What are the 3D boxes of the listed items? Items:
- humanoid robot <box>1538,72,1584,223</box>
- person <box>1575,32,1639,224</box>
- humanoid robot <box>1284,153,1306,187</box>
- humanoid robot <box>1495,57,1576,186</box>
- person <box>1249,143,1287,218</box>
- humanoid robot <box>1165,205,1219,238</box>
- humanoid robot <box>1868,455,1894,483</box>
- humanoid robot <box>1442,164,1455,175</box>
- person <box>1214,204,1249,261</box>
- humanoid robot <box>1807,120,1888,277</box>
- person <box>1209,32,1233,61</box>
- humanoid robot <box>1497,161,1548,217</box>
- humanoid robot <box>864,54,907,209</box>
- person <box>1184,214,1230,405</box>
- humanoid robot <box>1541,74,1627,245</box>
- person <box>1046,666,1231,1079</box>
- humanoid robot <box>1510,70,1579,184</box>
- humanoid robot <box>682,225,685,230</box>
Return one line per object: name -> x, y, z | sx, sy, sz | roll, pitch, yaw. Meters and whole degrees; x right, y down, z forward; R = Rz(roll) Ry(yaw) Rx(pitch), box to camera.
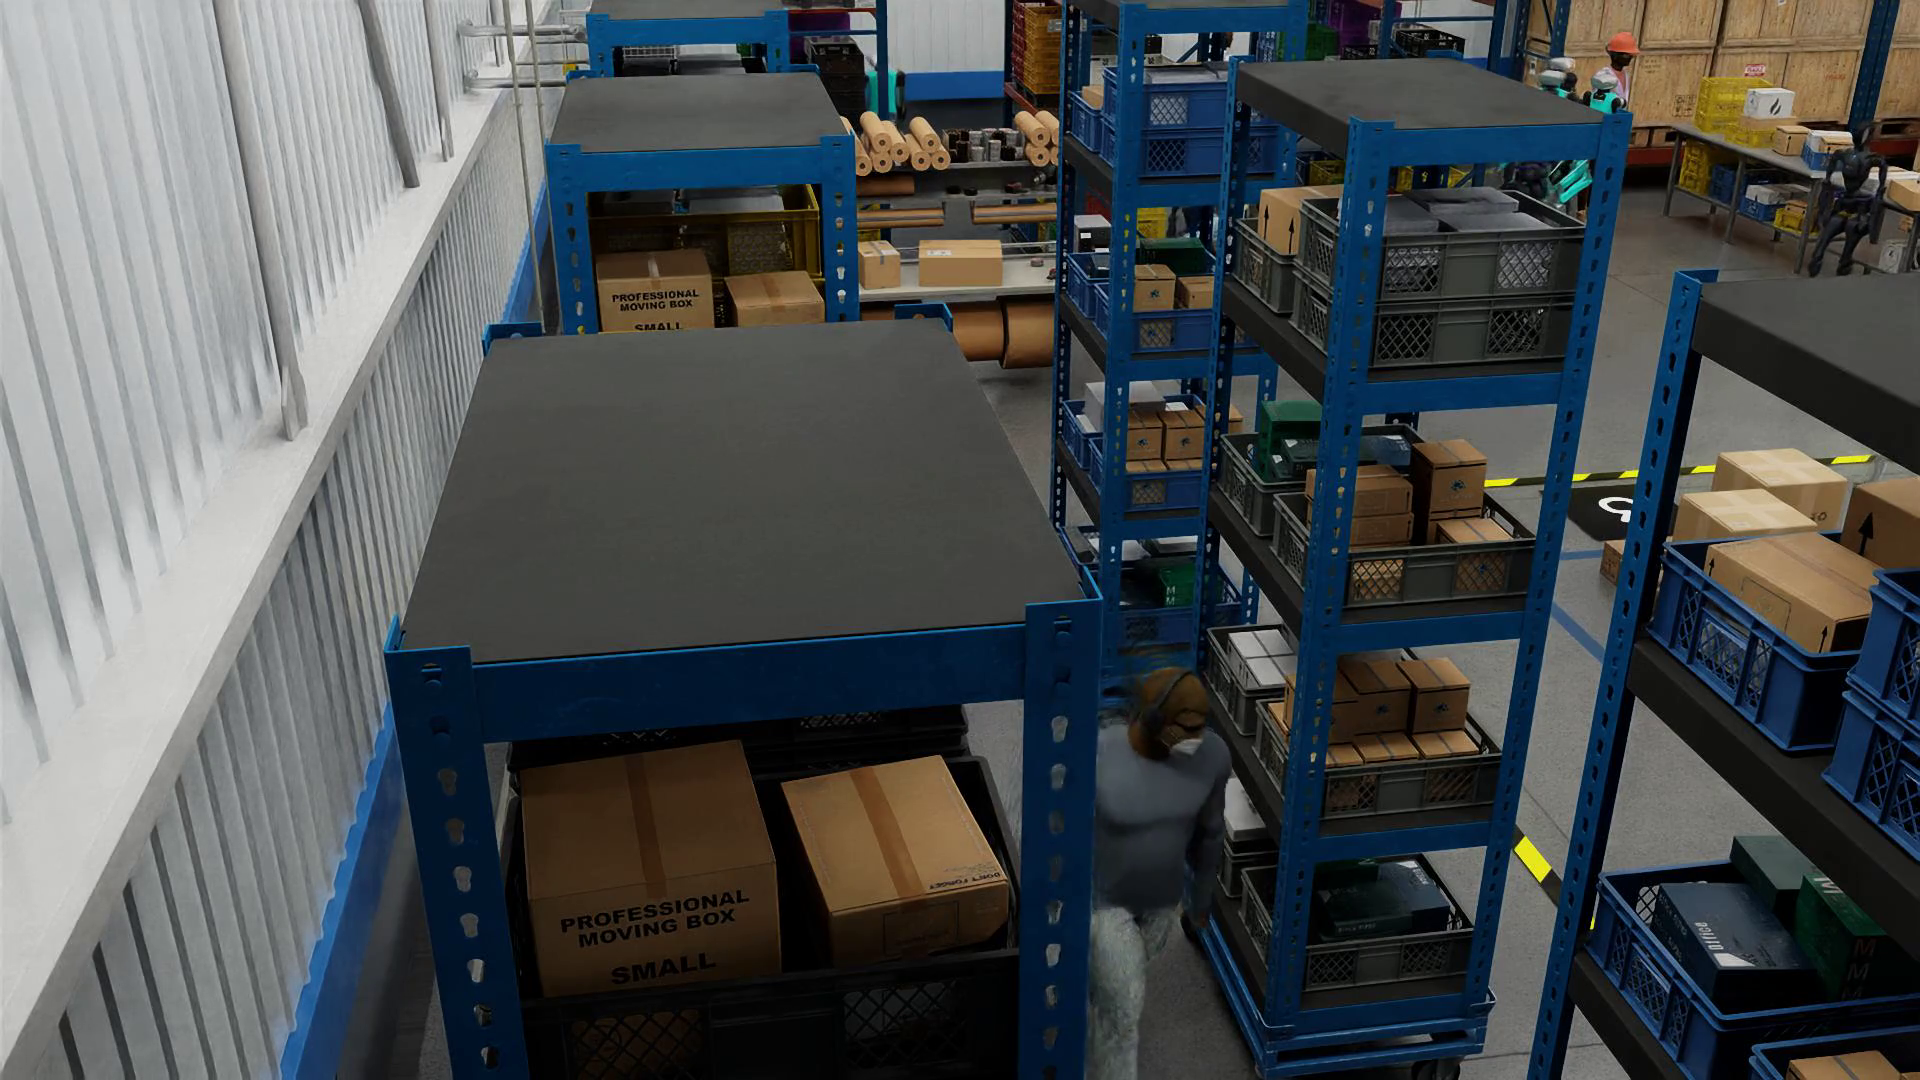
humanoid robot -> 6.283, -4.053, 17.437 | 0.603, 1.642, 0.363 | -7, 26, -15
person -> 6.802, -4.280, 17.481 | 0.378, 2.045, 0.604 | 22, 33, 39
humanoid robot -> 3.213, -3.601, 16.365 | 0.808, 1.770, 0.616 | 15, 29, 29
humanoid robot -> 6.137, -4.314, 17.934 | 0.760, 1.764, 0.537 | 18, 30, 34
person -> 2.846, -3.285, 15.567 | 0.404, 1.830, 0.602 | 4, 25, 9
humanoid robot -> 1.969, -2.380, 13.783 | 0.588, 1.638, 0.440 | 22, 33, 39
humanoid robot -> 6.395, -1.068, 10.884 | 0.807, 1.808, 0.541 | -11, 27, -22
humanoid robot -> 4.956, -4.038, 17.466 | 0.616, 1.615, 0.816 | -9, 26, -19
person -> 2.461, -3.046, 15.055 | 0.431, 1.836, 0.617 | -2, 25, -5
humanoid robot -> 7.994, -2.927, 14.978 | 0.419, 1.655, 0.598 | -17, 30, -33
person -> 2.977, -4.997, 19.230 | 0.361, 1.882, 0.573 | -12, 27, -25
humanoid robot -> 5.552, -3.547, 16.347 | 0.611, 1.637, 0.612 | -15, 29, -30
humanoid robot -> -0.939, -4.513, 18.355 | 0.547, 1.764, 0.944 | -8, 26, -16
person -> 1.641, -1.278, 11.181 | 0.375, 1.853, 0.589 | -5, 25, -11
humanoid robot -> 6.135, -3.754, 16.593 | 0.723, 1.705, 0.530 | -9, 26, -18
person -> 0.558, 1.207, 5.763 | 0.684, 1.878, 0.987 | -10, 26, -20
humanoid robot -> 5.790, -3.783, 16.770 | 0.543, 1.768, 0.823 | 15, 29, 29
humanoid robot -> -2.279, -3.048, 15.253 | 0.590, 1.637, 0.420 | 10, 26, 20
